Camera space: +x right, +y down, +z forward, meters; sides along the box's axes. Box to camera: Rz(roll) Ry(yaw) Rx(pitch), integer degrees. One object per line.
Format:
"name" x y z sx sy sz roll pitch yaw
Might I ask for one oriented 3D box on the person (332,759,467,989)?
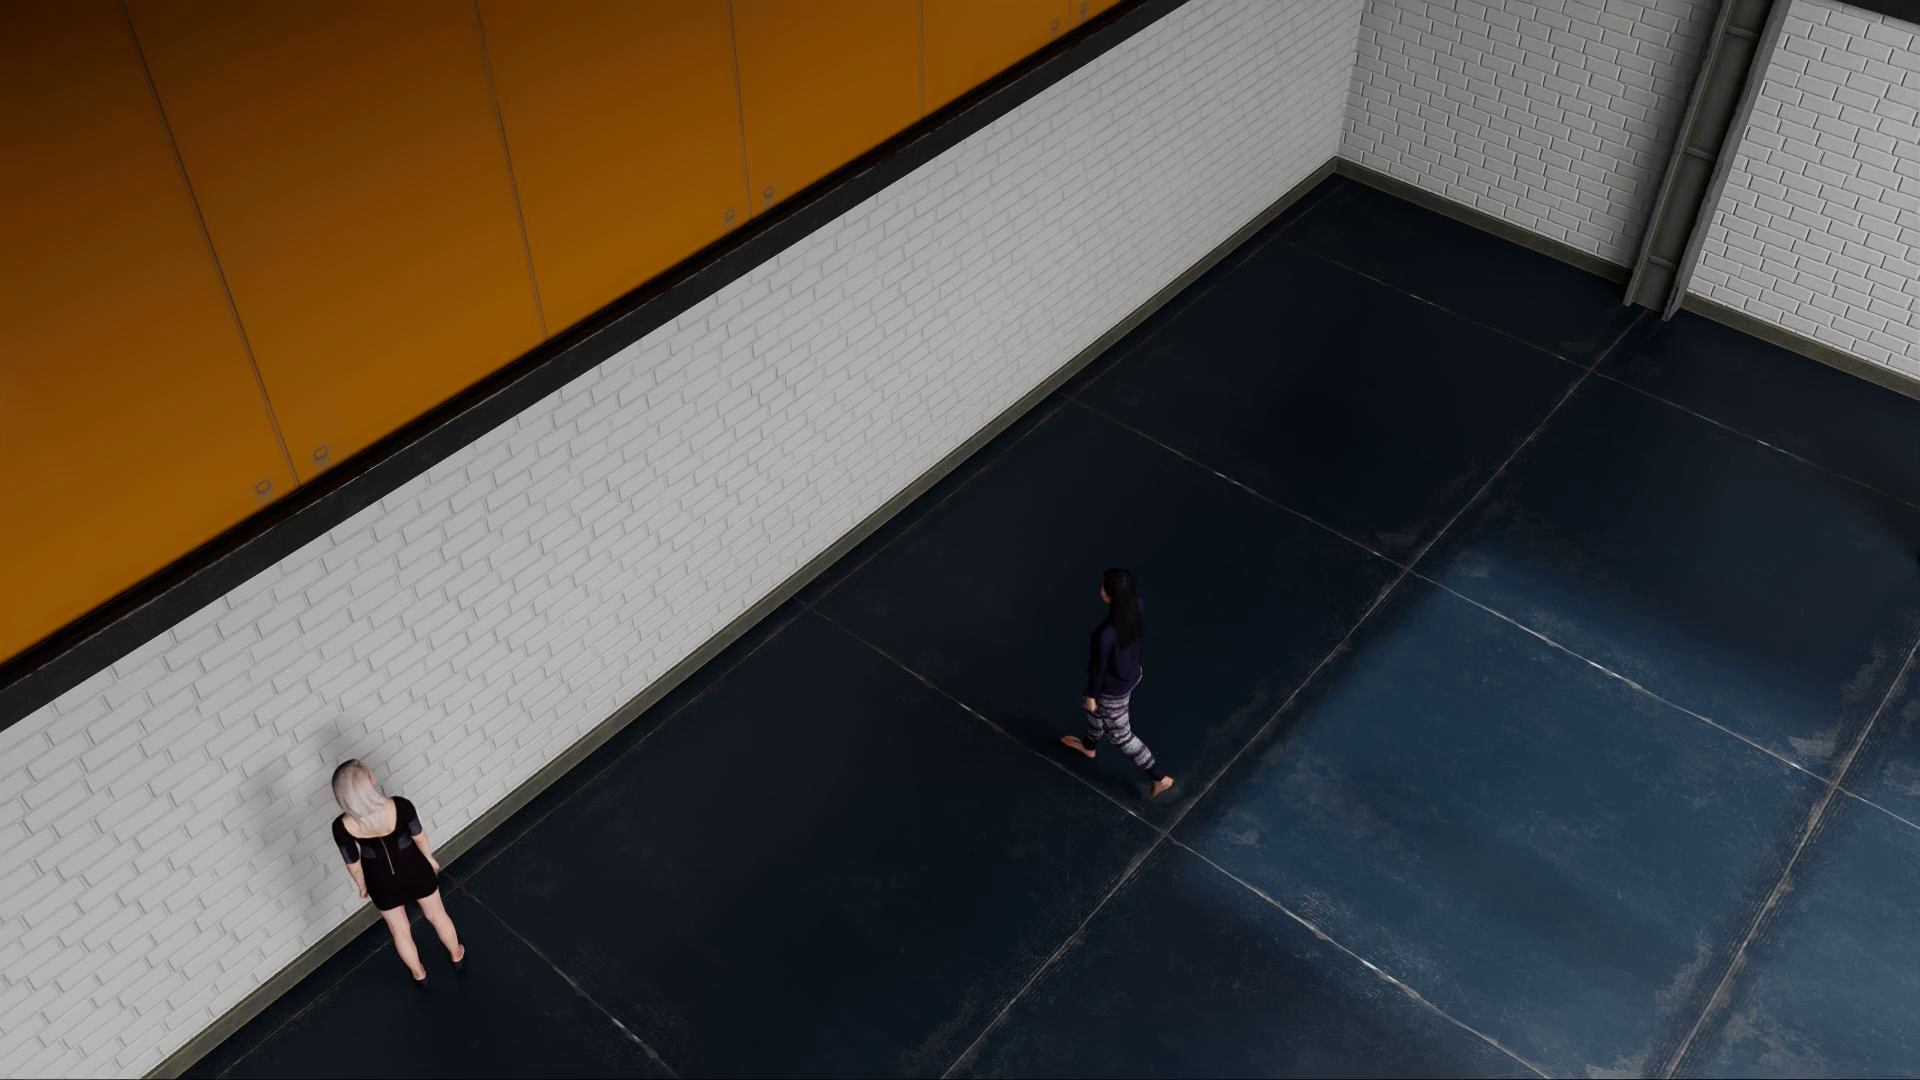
"person" -2.981 1.781 8.820 0.643 1.830 0.633 -18 47 -18

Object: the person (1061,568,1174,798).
"person" 0.999 0.861 9.876 1.064 1.705 0.690 24 49 23
